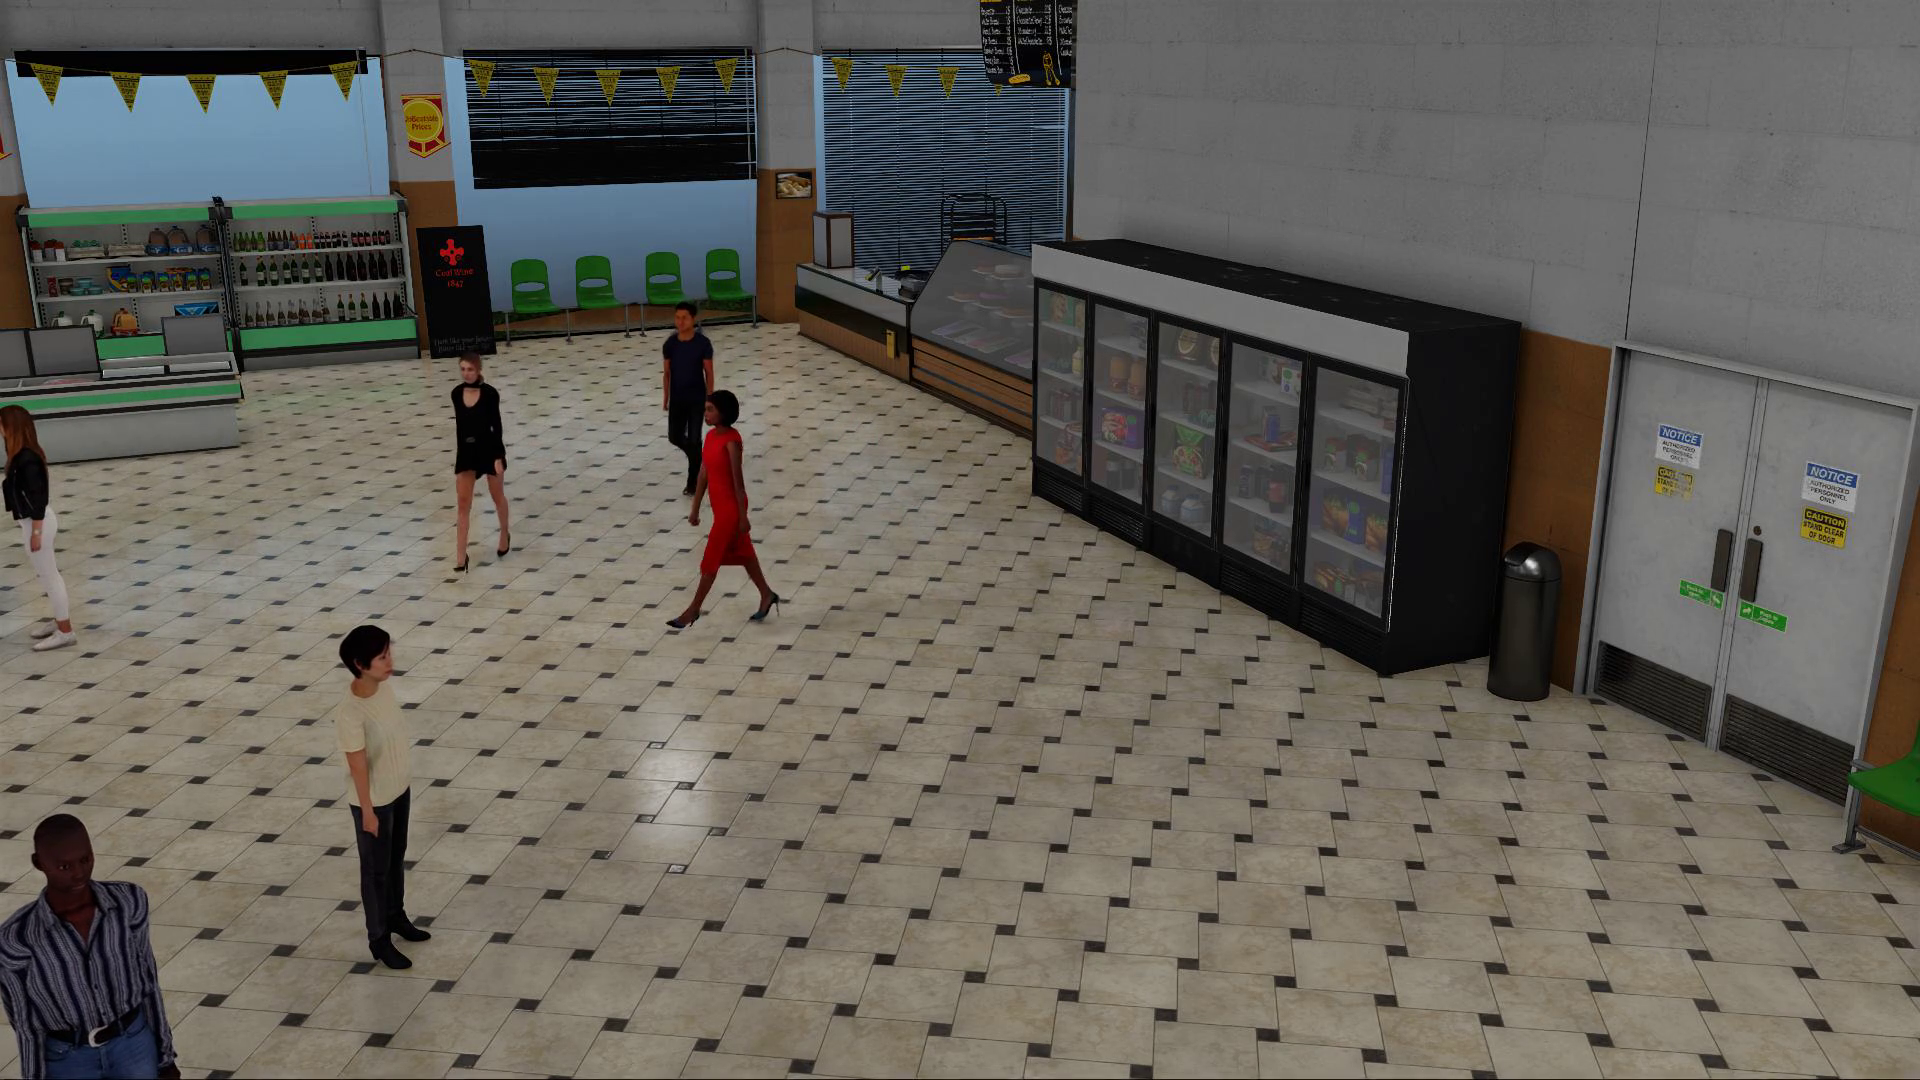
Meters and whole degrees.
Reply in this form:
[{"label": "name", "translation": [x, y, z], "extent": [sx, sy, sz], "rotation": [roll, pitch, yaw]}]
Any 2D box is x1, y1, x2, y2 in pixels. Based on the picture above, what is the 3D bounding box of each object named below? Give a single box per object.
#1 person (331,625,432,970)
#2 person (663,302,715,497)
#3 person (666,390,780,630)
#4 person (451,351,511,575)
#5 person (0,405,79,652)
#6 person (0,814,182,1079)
[{"label": "person", "translation": [-2.620, 1.146, 7.506], "extent": [0.643, 1.590, 0.653], "rotation": [1, 17, 5]}, {"label": "person", "translation": [-2.462, -1.314, 15.278], "extent": [0.918, 1.782, 0.958], "rotation": [3, 17, 11]}, {"label": "person", "translation": [-1.558, -0.188, 11.717], "extent": [1.136, 1.697, 0.702], "rotation": [-11, 20, -31]}, {"label": "person", "translation": [-3.739, -0.627, 13.128], "extent": [1.164, 1.717, 1.056], "rotation": [2, 17, 6]}, {"label": "person", "translation": [-6.332, -0.099, 11.415], "extent": [0.532, 1.702, 0.618], "rotation": [-9, 19, -28]}, {"label": "person", "translation": [-2.780, 1.699, 5.333], "extent": [0.758, 1.796, 0.618], "rotation": [14, 22, 38]}]
